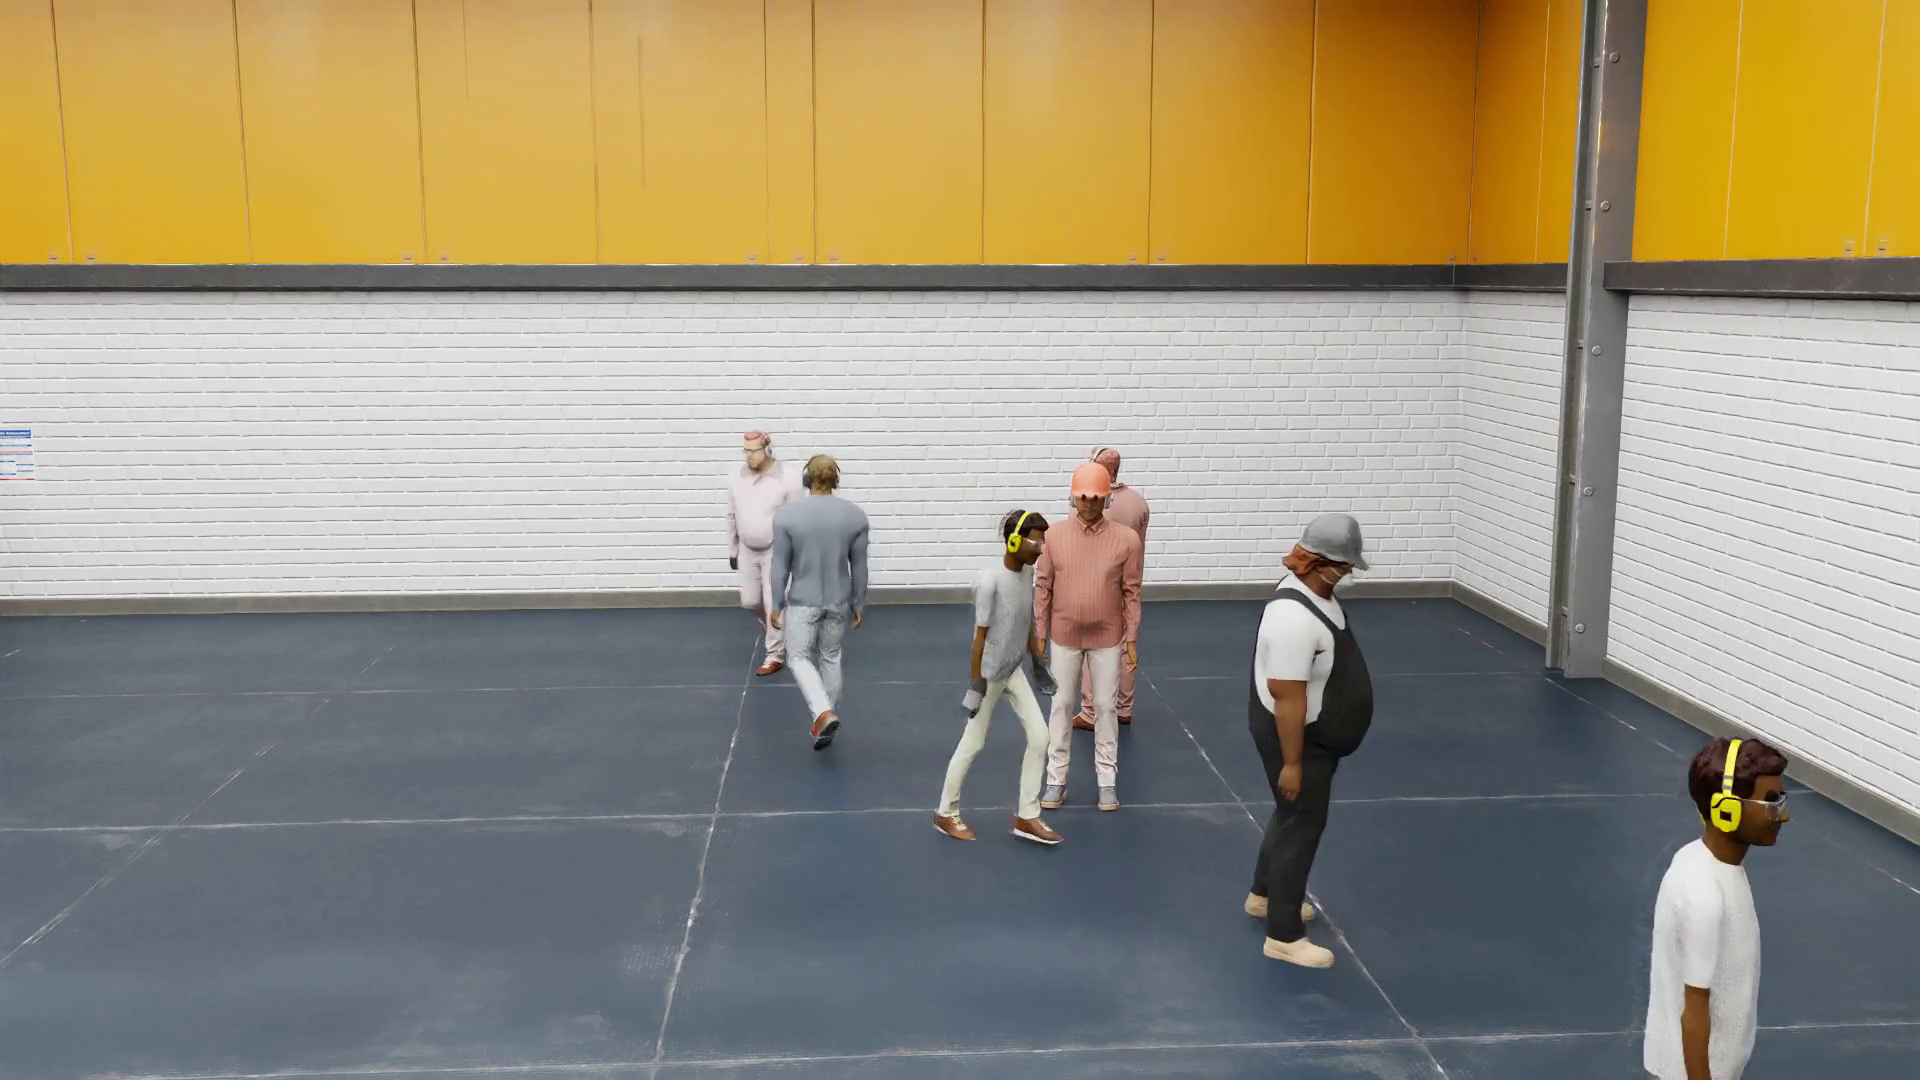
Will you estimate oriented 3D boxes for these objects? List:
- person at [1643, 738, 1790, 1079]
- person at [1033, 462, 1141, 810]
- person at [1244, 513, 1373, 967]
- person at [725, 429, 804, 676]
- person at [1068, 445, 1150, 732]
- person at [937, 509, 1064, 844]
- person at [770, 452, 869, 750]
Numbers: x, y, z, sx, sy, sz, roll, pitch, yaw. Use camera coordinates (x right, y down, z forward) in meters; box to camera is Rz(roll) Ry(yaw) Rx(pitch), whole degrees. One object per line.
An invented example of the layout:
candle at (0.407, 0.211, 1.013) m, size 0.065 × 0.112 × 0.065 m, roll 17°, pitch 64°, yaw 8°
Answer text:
person at (1.924, 1.415, 4.421) m, size 0.702 × 1.856 × 0.524 m, roll 6°, pitch 11°, yaw 32°
person at (0.719, 0.545, 9.435) m, size 0.611 × 1.995 × 0.382 m, roll 1°, pitch 9°, yaw 7°
person at (1.528, 0.846, 7.404) m, size 0.595 × 2.000 × 0.772 m, roll 3°, pitch 10°, yaw 18°
person at (-1.473, 0.064, 12.833) m, size 0.679 × 1.879 × 0.694 m, roll 3°, pitch 10°, yaw 19°
person at (0.946, 0.322, 11.106) m, size 0.643 × 1.913 × 0.410 m, roll -6°, pitch 11°, yaw -35°
person at (0.249, 0.734, 8.850) m, size 0.853 × 1.802 × 0.510 m, roll 6°, pitch 11°, yaw 35°
person at (-0.871, 0.406, 10.559) m, size 0.640 × 1.919 × 0.628 m, roll -4°, pitch 10°, yaw -23°
